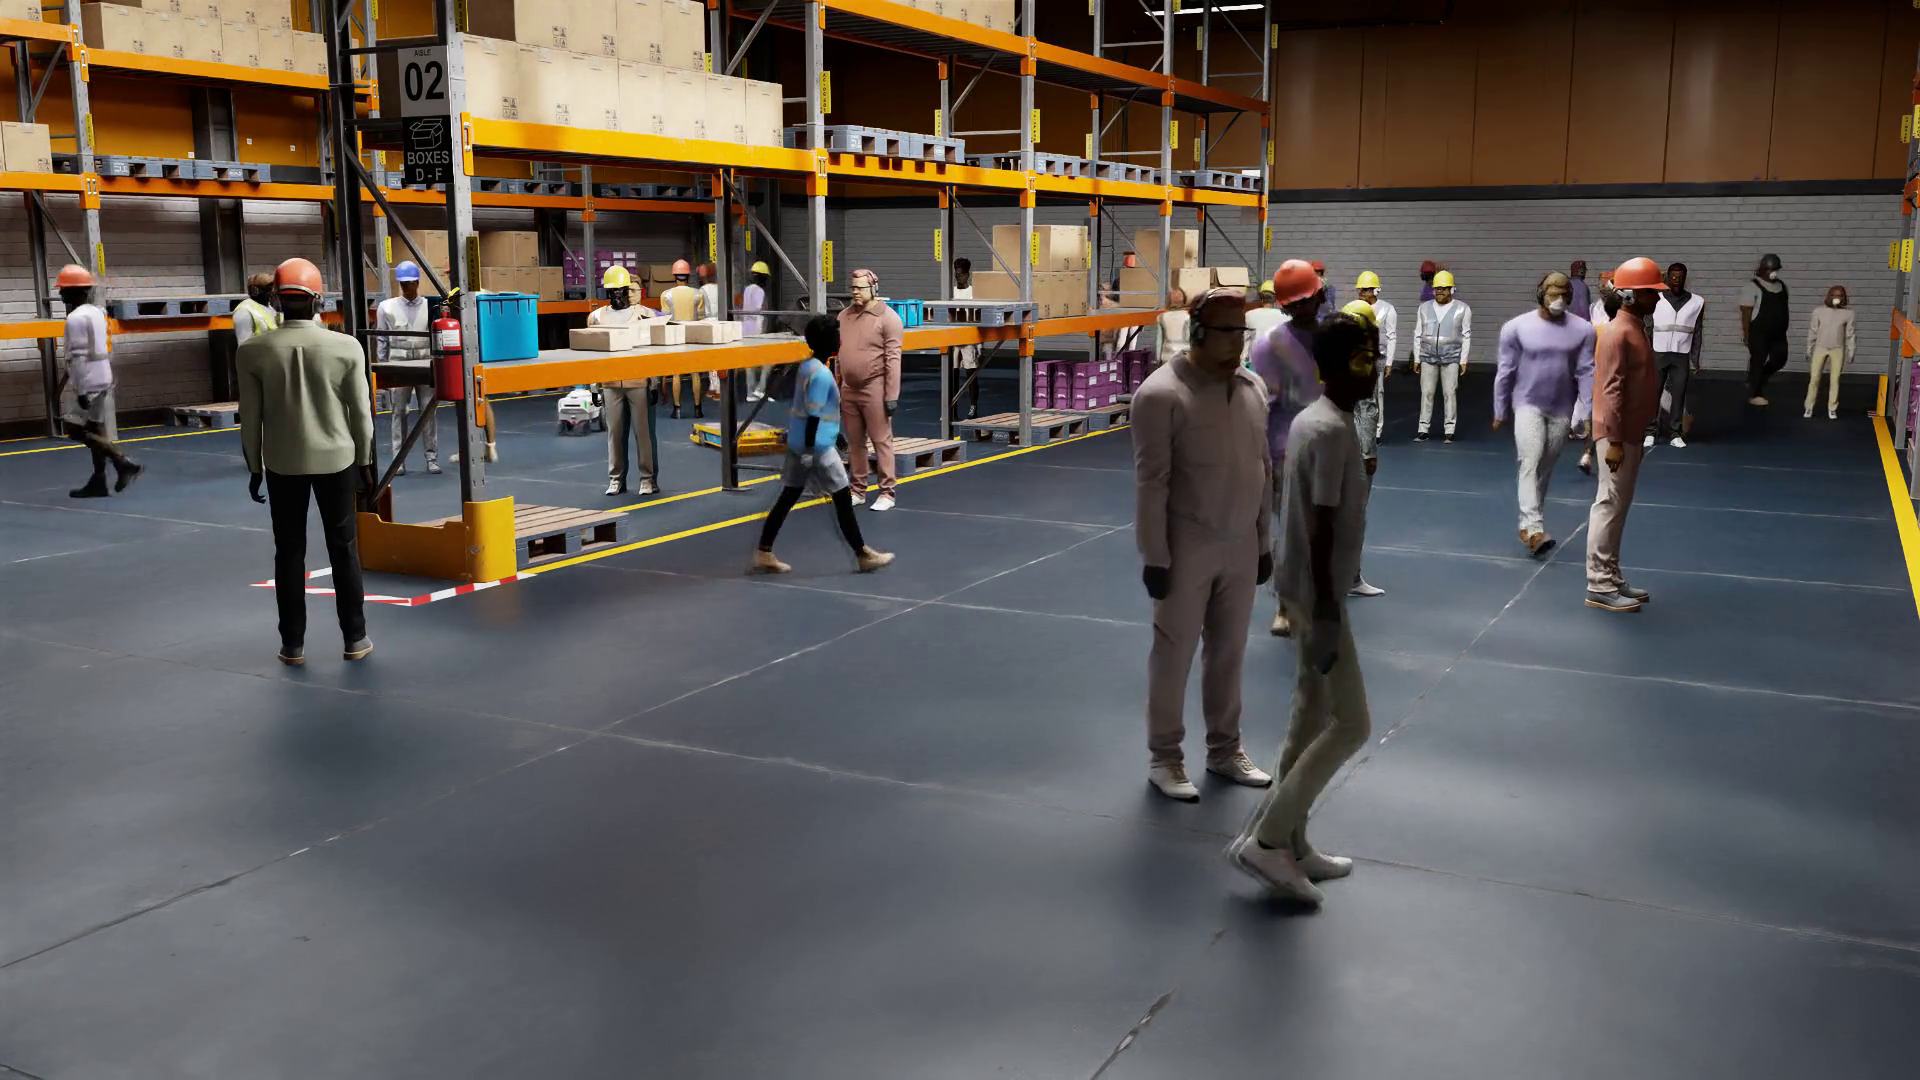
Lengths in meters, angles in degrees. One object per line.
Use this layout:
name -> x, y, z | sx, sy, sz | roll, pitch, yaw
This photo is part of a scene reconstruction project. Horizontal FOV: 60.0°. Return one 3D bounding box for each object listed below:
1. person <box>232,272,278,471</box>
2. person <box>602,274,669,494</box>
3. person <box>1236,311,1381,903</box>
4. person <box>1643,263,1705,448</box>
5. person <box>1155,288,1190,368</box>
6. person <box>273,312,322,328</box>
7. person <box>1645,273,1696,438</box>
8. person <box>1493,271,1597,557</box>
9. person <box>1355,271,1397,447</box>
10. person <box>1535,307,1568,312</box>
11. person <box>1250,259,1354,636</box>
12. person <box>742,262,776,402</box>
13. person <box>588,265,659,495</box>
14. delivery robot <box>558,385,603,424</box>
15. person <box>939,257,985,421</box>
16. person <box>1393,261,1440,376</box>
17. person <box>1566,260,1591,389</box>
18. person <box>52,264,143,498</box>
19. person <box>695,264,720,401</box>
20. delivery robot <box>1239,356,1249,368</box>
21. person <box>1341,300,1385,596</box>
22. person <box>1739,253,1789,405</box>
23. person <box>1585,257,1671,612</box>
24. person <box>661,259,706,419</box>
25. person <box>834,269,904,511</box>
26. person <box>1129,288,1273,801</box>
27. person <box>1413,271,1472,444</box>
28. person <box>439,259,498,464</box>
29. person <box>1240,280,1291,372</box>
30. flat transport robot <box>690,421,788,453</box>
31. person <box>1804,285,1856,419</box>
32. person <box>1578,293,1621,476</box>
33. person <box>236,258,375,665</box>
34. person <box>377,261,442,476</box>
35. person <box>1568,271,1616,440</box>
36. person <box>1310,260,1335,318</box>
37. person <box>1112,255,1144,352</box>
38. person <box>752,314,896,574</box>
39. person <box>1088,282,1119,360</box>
person -> -6.484, -1.568, 15.531 | 0.429, 1.841, 0.634 | 1, 10, 6
person -> -2.743, -1.313, 14.035 | 0.563, 1.847, 0.389 | -1, 10, -8
person -> 1.122, 0.203, 5.294 | 0.459, 1.841, 0.570 | 0, 10, 1
person -> 7.423, -1.923, 17.362 | 0.591, 1.919, 0.392 | 2, 10, 12
person -> 2.462, -2.056, 18.958 | 0.527, 1.624, 0.531 | 5, 11, 28
person -> -6.197, -1.560, 15.648 | 0.541, 1.798, 0.904 | 1, 10, 5
person -> 7.677, -1.992, 18.076 | 0.621, 1.810, 0.805 | -7, 12, -35
person -> 3.935, -0.827, 11.098 | 0.626, 1.888, 0.997 | 0, 10, -1
person -> 4.238, -1.880, 17.361 | 0.600, 1.829, 0.404 | 8, 13, 40
person -> 7.283, -2.330, 20.538 | 0.507, 1.632, 0.268 | -4, 10, -20
person -> 1.809, -0.483, 8.844 | 0.689, 1.989, 0.528 | -5, 11, -28
person -> -2.710, -2.803, 22.514 | 0.490, 1.898, 0.589 | -6, 11, -30
person -> -2.806, -1.320, 13.885 | 0.587, 1.920, 0.384 | 0, 10, 1
delivery robot -> -4.252, -1.510, 18.642 | 0.477, 0.478, 0.707 | 0, 10, 2
person -> 0.025, -2.378, 19.875 | 0.633, 1.962, 0.394 | 5, 11, 27
person -> 7.719, -3.631, 27.349 | 1.014, 1.891, 0.559 | 5, 11, 28
person -> 9.176, -3.199, 24.788 | 0.409, 1.908, 0.639 | -3, 10, -14
person -> -7.102, -1.291, 13.666 | 0.544, 1.926, 0.543 | -1, 10, -5
person -> -3.477, -2.839, 22.824 | 0.709, 1.858, 0.601 | 7, 12, 37
delivery robot -> 4.156, -2.778, 25.984 | 0.707, 0.478, 0.477 | 3, 10, 15
person -> 2.332, -0.541, 9.863 | 0.286, 1.746, 0.489 | -3, 10, -18
person -> 10.723, -2.807, 22.125 | 0.700, 2.000, 0.563 | -3, 10, -14
person -> 3.788, -0.600, 9.479 | 0.381, 1.994, 0.622 | 6, 11, 31
person -> -3.366, -2.440, 20.291 | 0.545, 1.942, 0.349 | -2, 10, -14
person -> -0.748, -1.174, 13.100 | 0.635, 1.899, 0.402 | 8, 13, 38
person -> 0.927, 0.018, 6.201 | 0.647, 1.897, 0.399 | -7, 12, -34
person -> 5.114, -1.940, 17.706 | 0.597, 1.832, 0.404 | 5, 11, 27
person -> -4.720, -1.734, 15.956 | 0.424, 2.029, 0.624 | 9, 14, 44
person -> 3.234, -1.898, 17.733 | 0.537, 1.747, 0.637 | 4, 11, 21
flat transport robot -> -2.266, -1.077, 17.231 | 0.652, 0.197, 1.431 | -5, 11, -27
person -> 10.656, -2.296, 20.359 | 0.517, 1.631, 0.307 | 5, 11, 27
person -> 5.758, -1.341, 14.669 | 0.360, 1.685, 0.539 | -5, 11, -24
person -> -3.204, -0.378, 8.196 | 0.611, 1.995, 0.380 | -4, 10, -20
person -> -4.976, -1.553, 15.162 | 0.626, 1.948, 0.422 | -3, 10, -19
person -> 6.868, -1.952, 17.792 | 1.019, 1.823, 0.574 | -6, 11, -31
person -> 5.184, -3.094, 24.167 | 0.569, 1.906, 0.674 | 4, 11, 24
person -> 2.587, -3.366, 25.504 | 0.612, 1.991, 0.392 | -8, 13, -39
person -> -0.899, -0.589, 10.430 | 0.902, 1.643, 0.531 | -4, 10, -20
person -> 2.074, -2.852, 23.636 | 0.521, 1.614, 0.723 | 6, 11, 31
